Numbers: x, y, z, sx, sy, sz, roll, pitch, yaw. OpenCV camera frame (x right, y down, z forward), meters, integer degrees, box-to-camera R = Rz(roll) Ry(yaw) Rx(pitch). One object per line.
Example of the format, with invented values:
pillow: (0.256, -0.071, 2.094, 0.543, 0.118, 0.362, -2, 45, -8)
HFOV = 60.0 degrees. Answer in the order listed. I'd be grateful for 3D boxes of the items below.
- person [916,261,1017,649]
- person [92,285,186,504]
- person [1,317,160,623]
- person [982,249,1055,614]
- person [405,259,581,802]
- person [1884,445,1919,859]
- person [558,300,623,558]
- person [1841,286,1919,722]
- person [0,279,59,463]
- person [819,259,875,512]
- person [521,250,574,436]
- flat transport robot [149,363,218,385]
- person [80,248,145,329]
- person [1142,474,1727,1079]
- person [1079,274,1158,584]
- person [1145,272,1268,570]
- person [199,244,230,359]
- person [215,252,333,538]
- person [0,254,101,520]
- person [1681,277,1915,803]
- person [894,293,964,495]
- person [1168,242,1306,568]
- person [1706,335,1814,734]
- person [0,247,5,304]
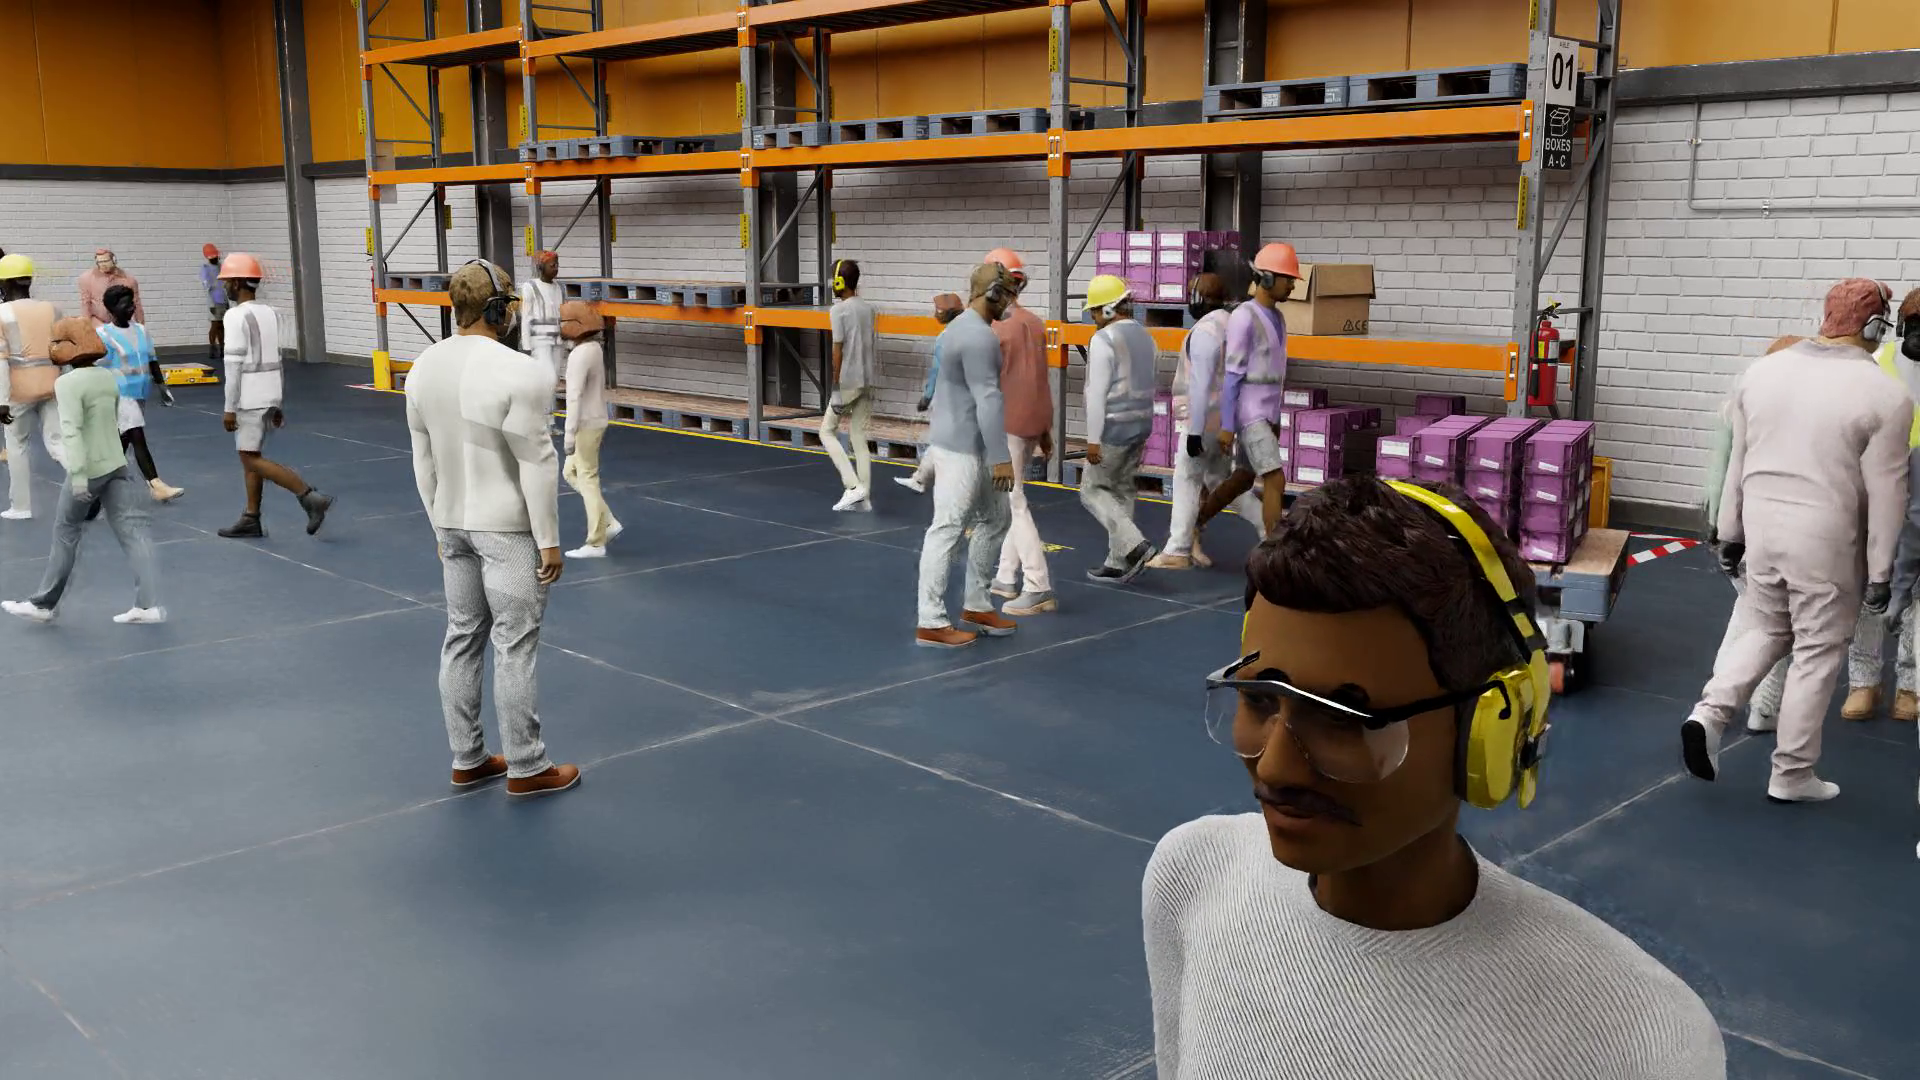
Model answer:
person: (0.066, -0.408, 8.178, 0.649, 1.886, 0.770, 0, 10, -1)
person: (-6.283, -1.105, 12.623, 0.875, 1.644, 0.533, 2, 11, 13)
person: (-4.579, -0.344, 8.600, 0.819, 1.595, 0.526, 1, 10, 4)
person: (0.318, -0.599, 9.103, 0.657, 1.954, 0.665, 7, 13, 34)
person: (-1.678, -0.026, 5.966, 0.632, 1.940, 0.372, 6, 12, 28)
person: (3.314, 0.236, 5.398, 0.540, 1.618, 0.435, 6, 12, 28)
person: (-2.371, -0.686, 10.406, 0.344, 1.618, 0.529, 0, 10, 0)
person: (3.919, -0.131, 6.868, 0.675, 1.818, 0.561, 8, 13, 36)
person: (-8.268, -1.501, 14.734, 0.799, 1.670, 0.533, 7, 12, 33)
person: (-0.801, -1.114, 12.156, 0.422, 1.847, 0.554, 8, 13, 37)
person: (-4.122, -1.968, 16.729, 0.432, 1.867, 0.601, 6, 12, 29)
flat transport robot: (-10.715, -2.294, 22.885, 0.652, 0.197, 1.431, -7, 13, -34)
person: (-10.285, -2.599, 20.218, 0.711, 1.854, 0.847, -7, 12, -32)
person: (0.251, 0.877, 1.281, 0.554, 1.845, 0.641, 10, 14, 42)
person: (0.926, -0.621, 9.598, 0.538, 1.798, 0.614, 8, 13, 38)
person: (1.575, -0.701, 10.007, 0.810, 1.810, 0.651, 4, 11, 23)
person: (-12.160, -3.914, 27.344, 0.378, 1.891, 0.721, 2, 11, 12)
person: (-4.583, -0.938, 10.991, 0.775, 1.918, 0.545, 1, 10, 3)
person: (-6.498, -1.061, 11.734, 0.827, 1.900, 0.597, 5, 12, 26)
person: (2.933, 0.032, 5.815, 0.536, 1.879, 0.684, -5, 12, -26)
person: (-0.085, -1.076, 12.646, 0.912, 1.579, 0.523, 3, 11, 14)
person: (1.687, -0.757, 9.837, 1.012, 1.992, 0.624, 6, 12, 31)
person: (3.307, -0.016, 6.746, 0.378, 1.624, 0.539, -7, 12, -33)
person: (-11.901, -2.721, 20.781, 0.590, 1.898, 0.788, -9, 14, -41)
